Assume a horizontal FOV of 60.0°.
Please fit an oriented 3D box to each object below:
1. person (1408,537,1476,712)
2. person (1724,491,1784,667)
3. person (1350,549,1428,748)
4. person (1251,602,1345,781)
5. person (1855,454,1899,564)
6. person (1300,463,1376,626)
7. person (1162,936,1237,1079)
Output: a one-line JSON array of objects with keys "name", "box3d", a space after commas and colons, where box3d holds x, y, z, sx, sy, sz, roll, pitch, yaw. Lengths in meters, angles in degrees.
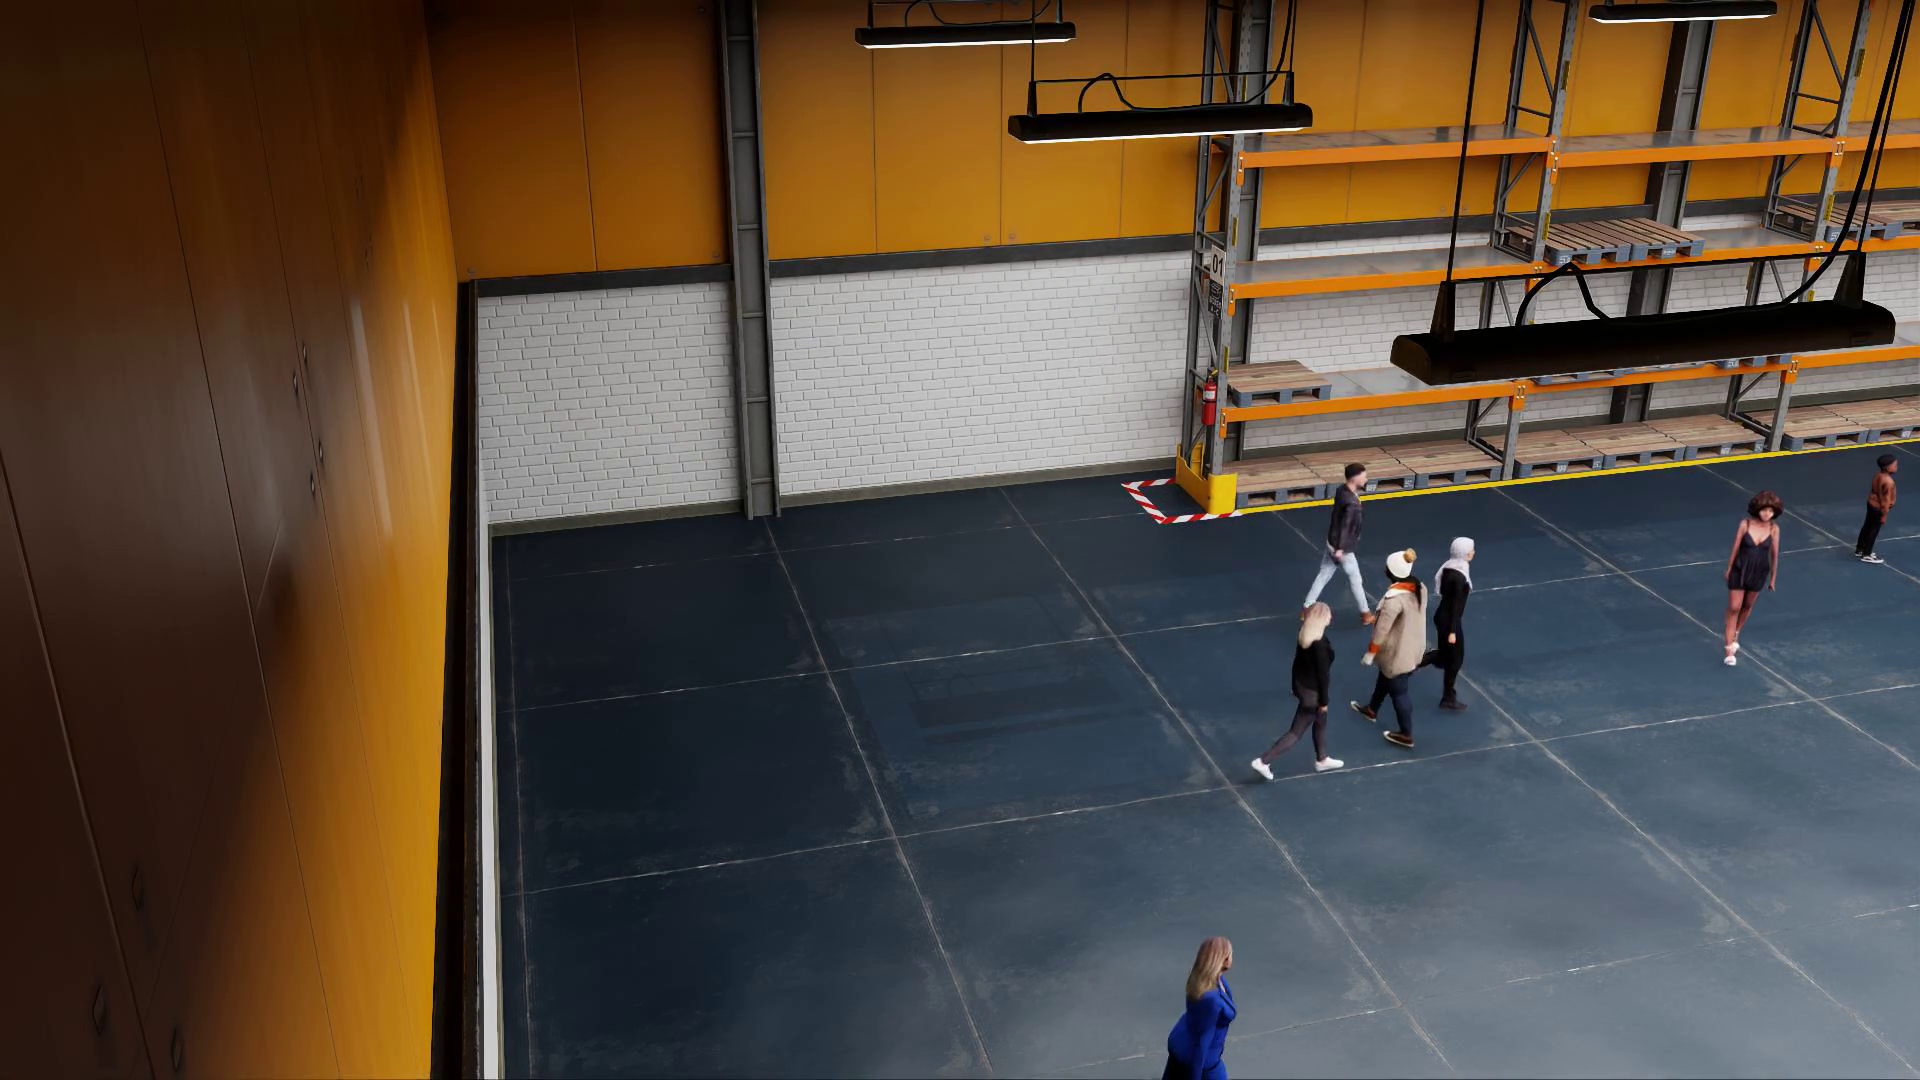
[{"name": "person", "box3d": [4.407, 0.800, 15.334, 1.064, 1.756, 0.836, 2, 24, 4]}, {"name": "person", "box3d": [7.772, 0.326, 16.412, 0.956, 1.762, 0.905, 6, 24, 12]}, {"name": "person", "box3d": [3.996, 0.973, 14.803, 1.083, 1.864, 1.081, 20, 30, 38]}, {"name": "person", "box3d": [2.910, 1.330, 14.249, 1.117, 1.655, 0.625, -5, 24, -11]}, {"name": "person", "box3d": [10.284, -0.372, 18.642, 0.568, 1.254, 0.579, 2, 24, 5]}, {"name": "person", "box3d": [3.790, 0.069, 16.954, 1.158, 1.797, 0.798, -2, 24, -4]}, {"name": "person", "box3d": [1.328, 3.150, 10.071, 1.104, 1.665, 0.730, -1, 24, -2]}]
